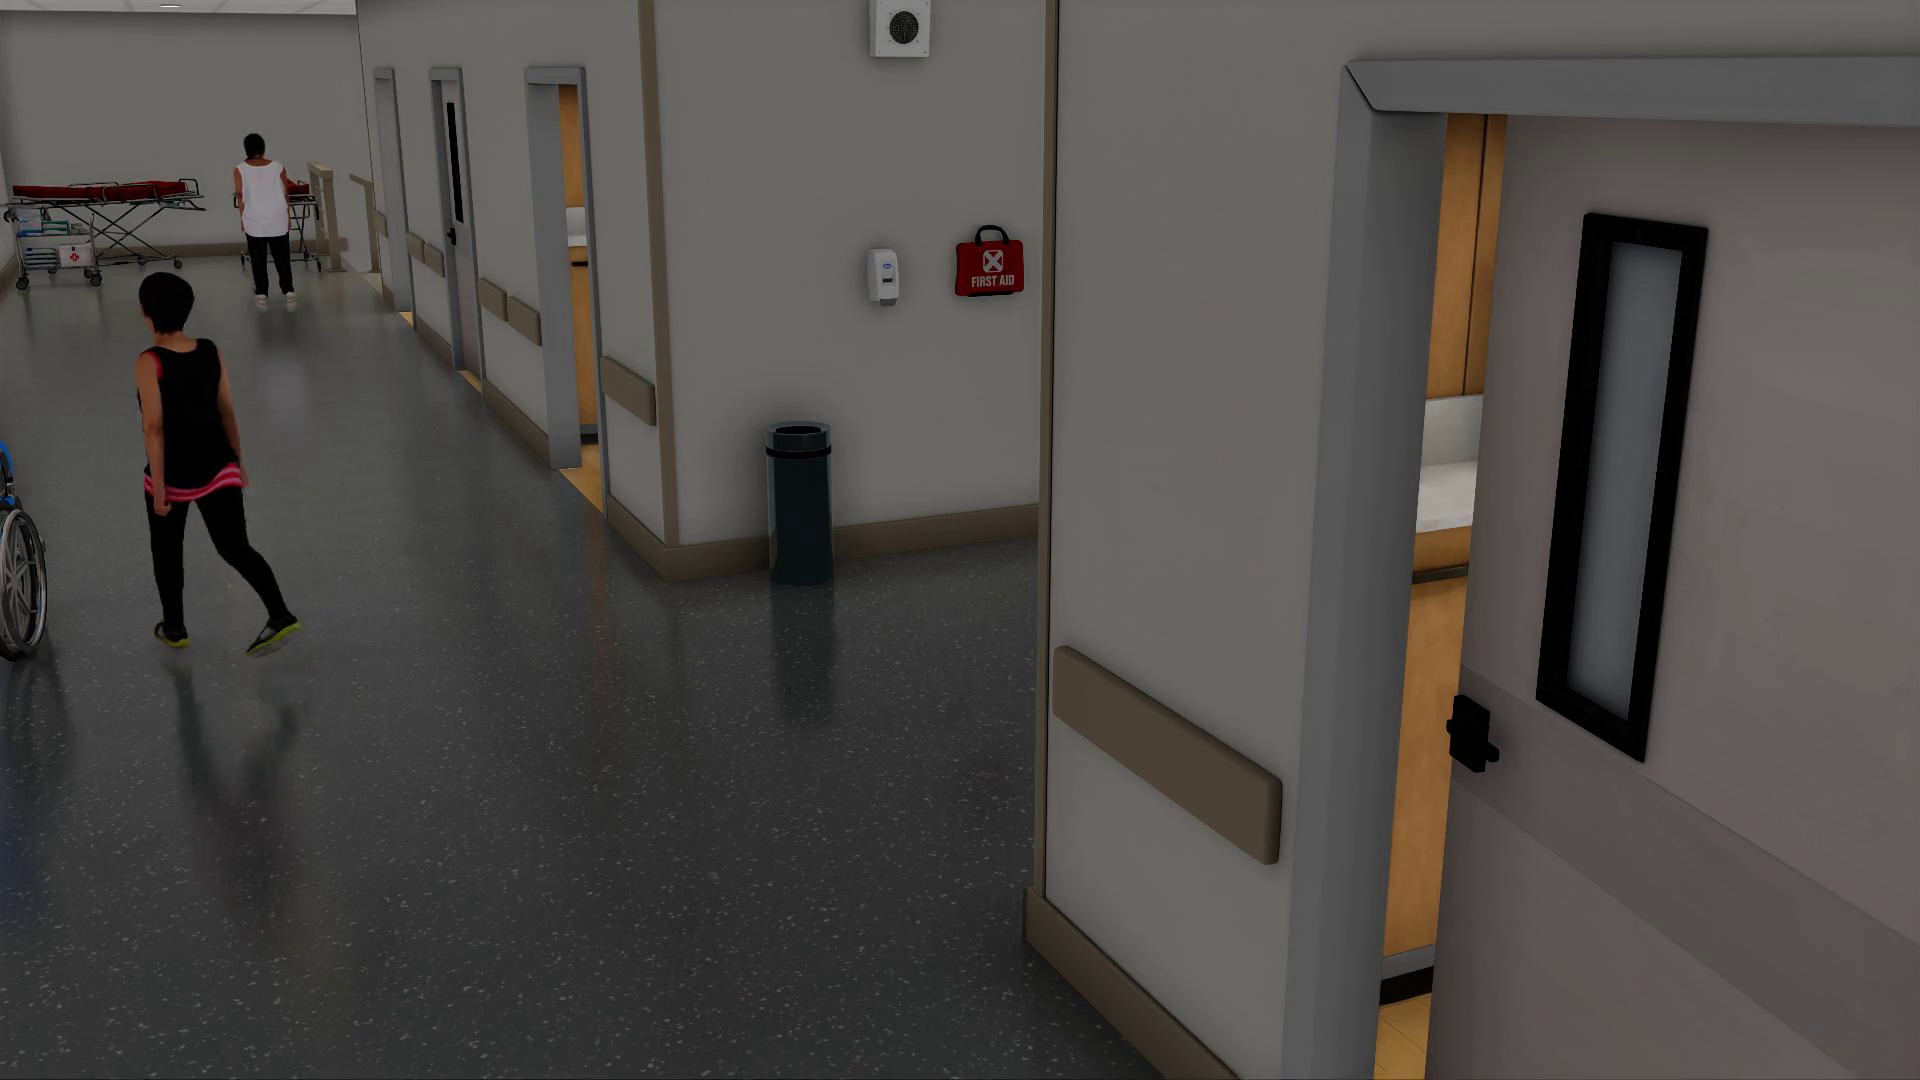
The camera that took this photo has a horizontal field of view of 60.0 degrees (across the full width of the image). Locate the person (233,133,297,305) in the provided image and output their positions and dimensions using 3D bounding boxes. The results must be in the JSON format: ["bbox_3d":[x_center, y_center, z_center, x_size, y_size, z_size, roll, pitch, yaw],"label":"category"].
[{"bbox_3d":[-7.053,-3.258,16.859,0.637,1.690,0.586,-7,17,-25],"label":"person"}]

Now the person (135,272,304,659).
[{"bbox_3d":[-2.944,-0.246,6.498,1.117,1.515,0.930,9,18,29],"label":"person"}]
